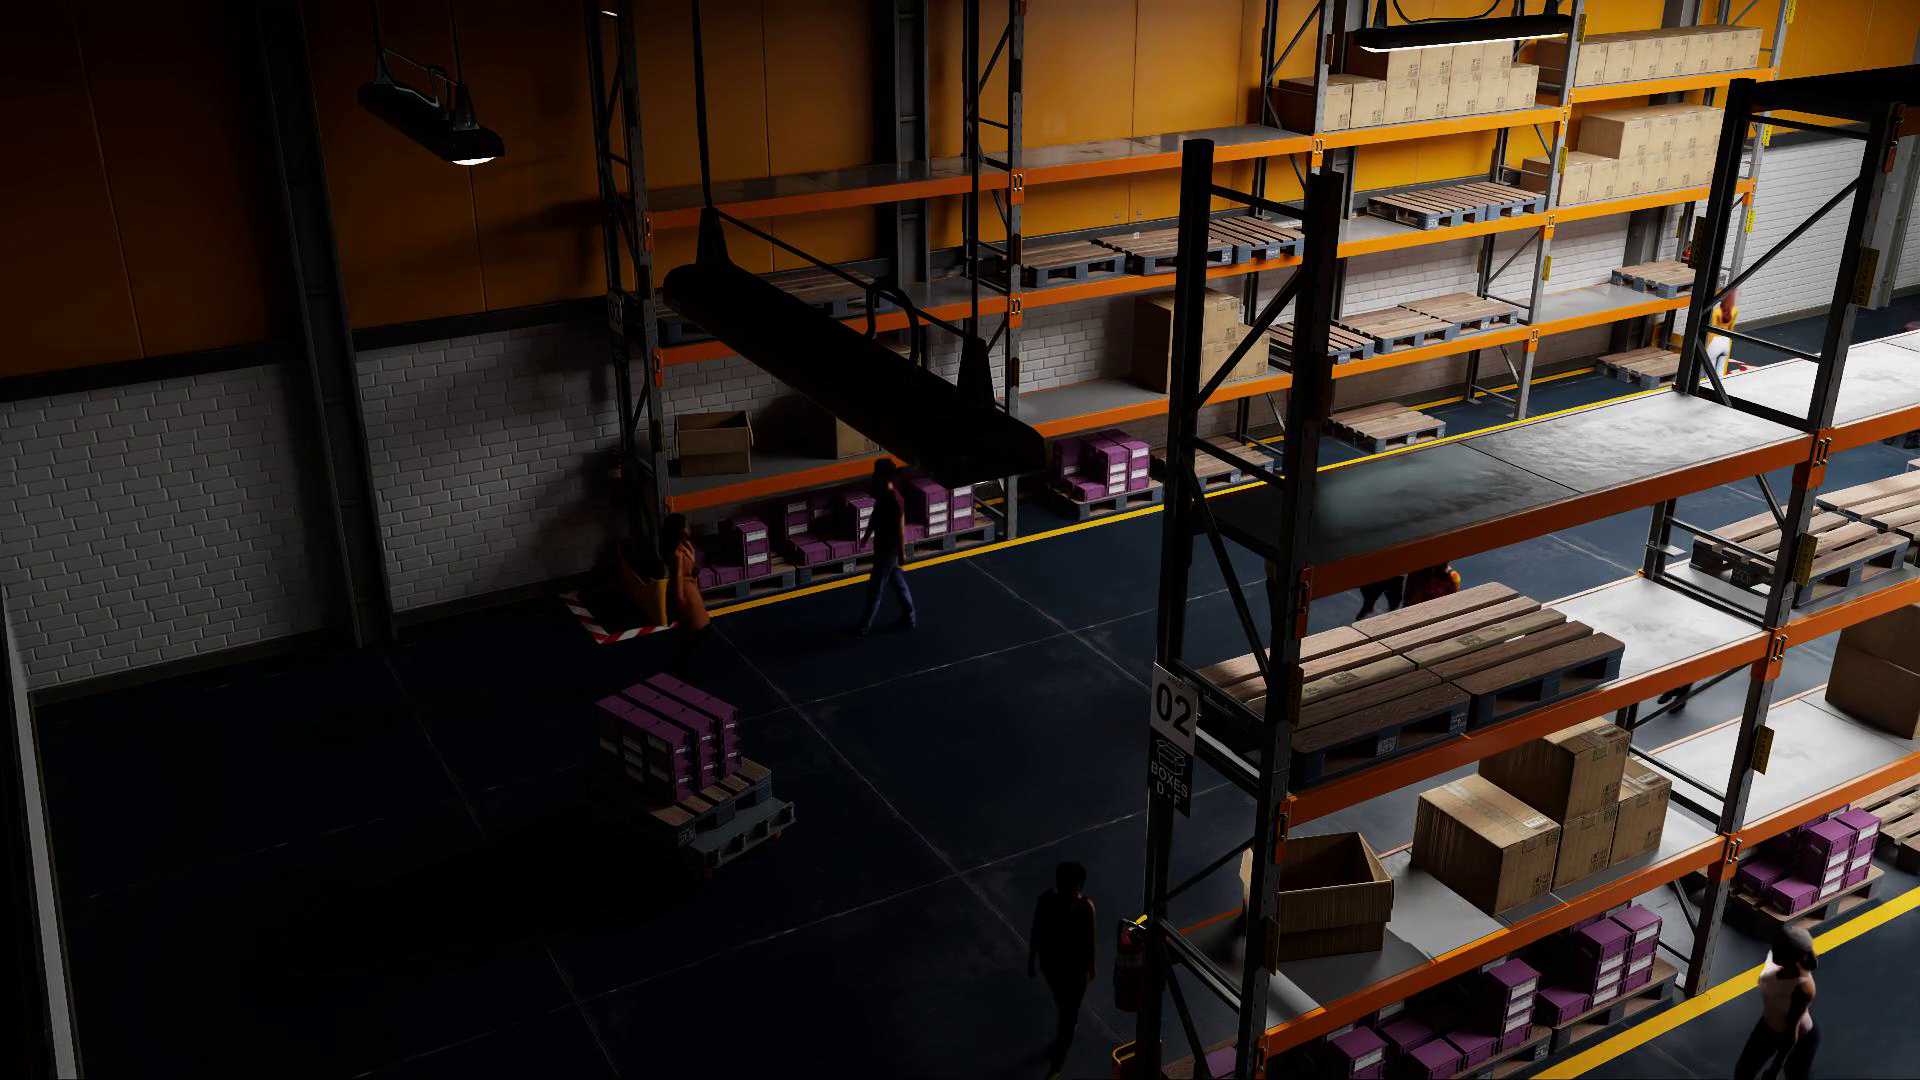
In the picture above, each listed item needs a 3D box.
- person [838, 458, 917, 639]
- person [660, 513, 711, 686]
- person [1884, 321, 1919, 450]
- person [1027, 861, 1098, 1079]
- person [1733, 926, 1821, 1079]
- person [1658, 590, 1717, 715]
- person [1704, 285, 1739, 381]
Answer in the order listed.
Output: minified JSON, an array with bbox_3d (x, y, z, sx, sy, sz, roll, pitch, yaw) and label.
[{"bbox_3d":[-0.627,0.068,16.115,1.118,1.819,0.855,-6,24,-13],"label":"person"},{"bbox_3d":[-2.607,0.560,15.123,0.805,1.711,0.799,-2,24,-5],"label":"person"},{"bbox_3d":[12.060,-2.121,20.964,0.759,1.946,0.691,21,31,40],"label":"person"},{"bbox_3d":[0.693,2.647,10.601,0.932,1.509,1.063,10,26,22],"label":"person"},{"bbox_3d":[4.913,2.931,9.776,1.094,1.649,0.868,0,24,1],"label":"person"},{"bbox_3d":[6.529,0.742,14.713,0.650,1.705,0.613,-18,29,-35],"label":"person"},{"bbox_3d":[10.096,-2.543,22.175,0.536,1.749,0.694,-8,25,-18],"label":"person"}]
